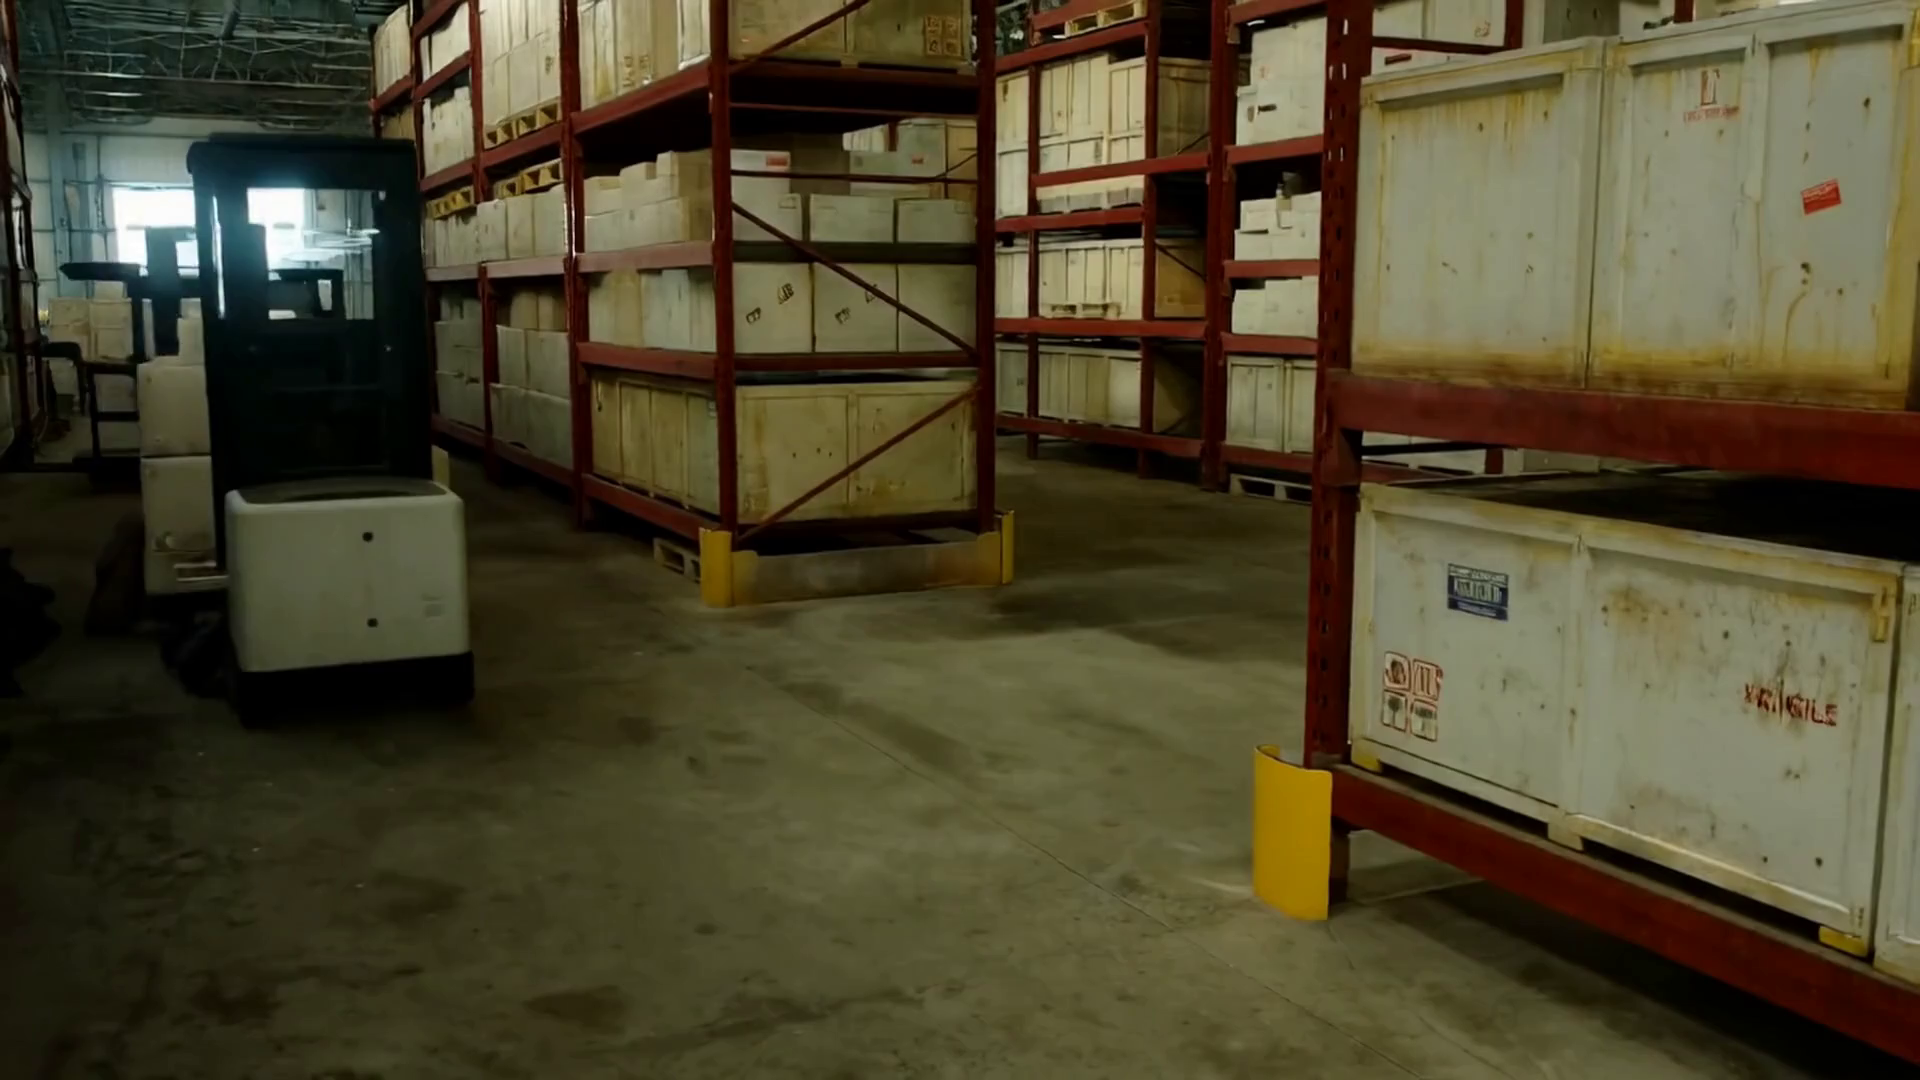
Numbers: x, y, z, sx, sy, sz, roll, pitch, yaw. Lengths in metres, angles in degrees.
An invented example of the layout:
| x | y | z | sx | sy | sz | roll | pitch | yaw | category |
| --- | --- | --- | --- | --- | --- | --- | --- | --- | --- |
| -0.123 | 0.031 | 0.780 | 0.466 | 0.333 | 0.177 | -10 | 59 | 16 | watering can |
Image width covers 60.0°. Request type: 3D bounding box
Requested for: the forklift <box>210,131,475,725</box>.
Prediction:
| x | y | z | sx | sy | sz | roll | pitch | yaw | category |
| --- | --- | --- | --- | --- | --- | --- | --- | --- | --- |
| -3.214 | -0.633 | 8.453 | 1.129 | 2.768 | 1.873 | -4 | 9 | -26 | forklift |

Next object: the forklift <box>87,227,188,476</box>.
| x | y | z | sx | sy | sz | roll | pitch | yaw | category |
| --- | --- | --- | --- | --- | --- | --- | --- | --- | --- |
| -9.170 | -2.208 | 19.316 | 1.873 | 2.768 | 1.129 | -4 | 9 | -26 | forklift |

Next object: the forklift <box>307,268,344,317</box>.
| x | y | z | sx | sy | sz | roll | pitch | yaw | category |
| --- | --- | --- | --- | --- | --- | --- | --- | --- | --- |
| -16.494 | -5.699 | 43.384 | 1.129 | 2.768 | 1.873 | 2 | 9 | 15 | forklift |
